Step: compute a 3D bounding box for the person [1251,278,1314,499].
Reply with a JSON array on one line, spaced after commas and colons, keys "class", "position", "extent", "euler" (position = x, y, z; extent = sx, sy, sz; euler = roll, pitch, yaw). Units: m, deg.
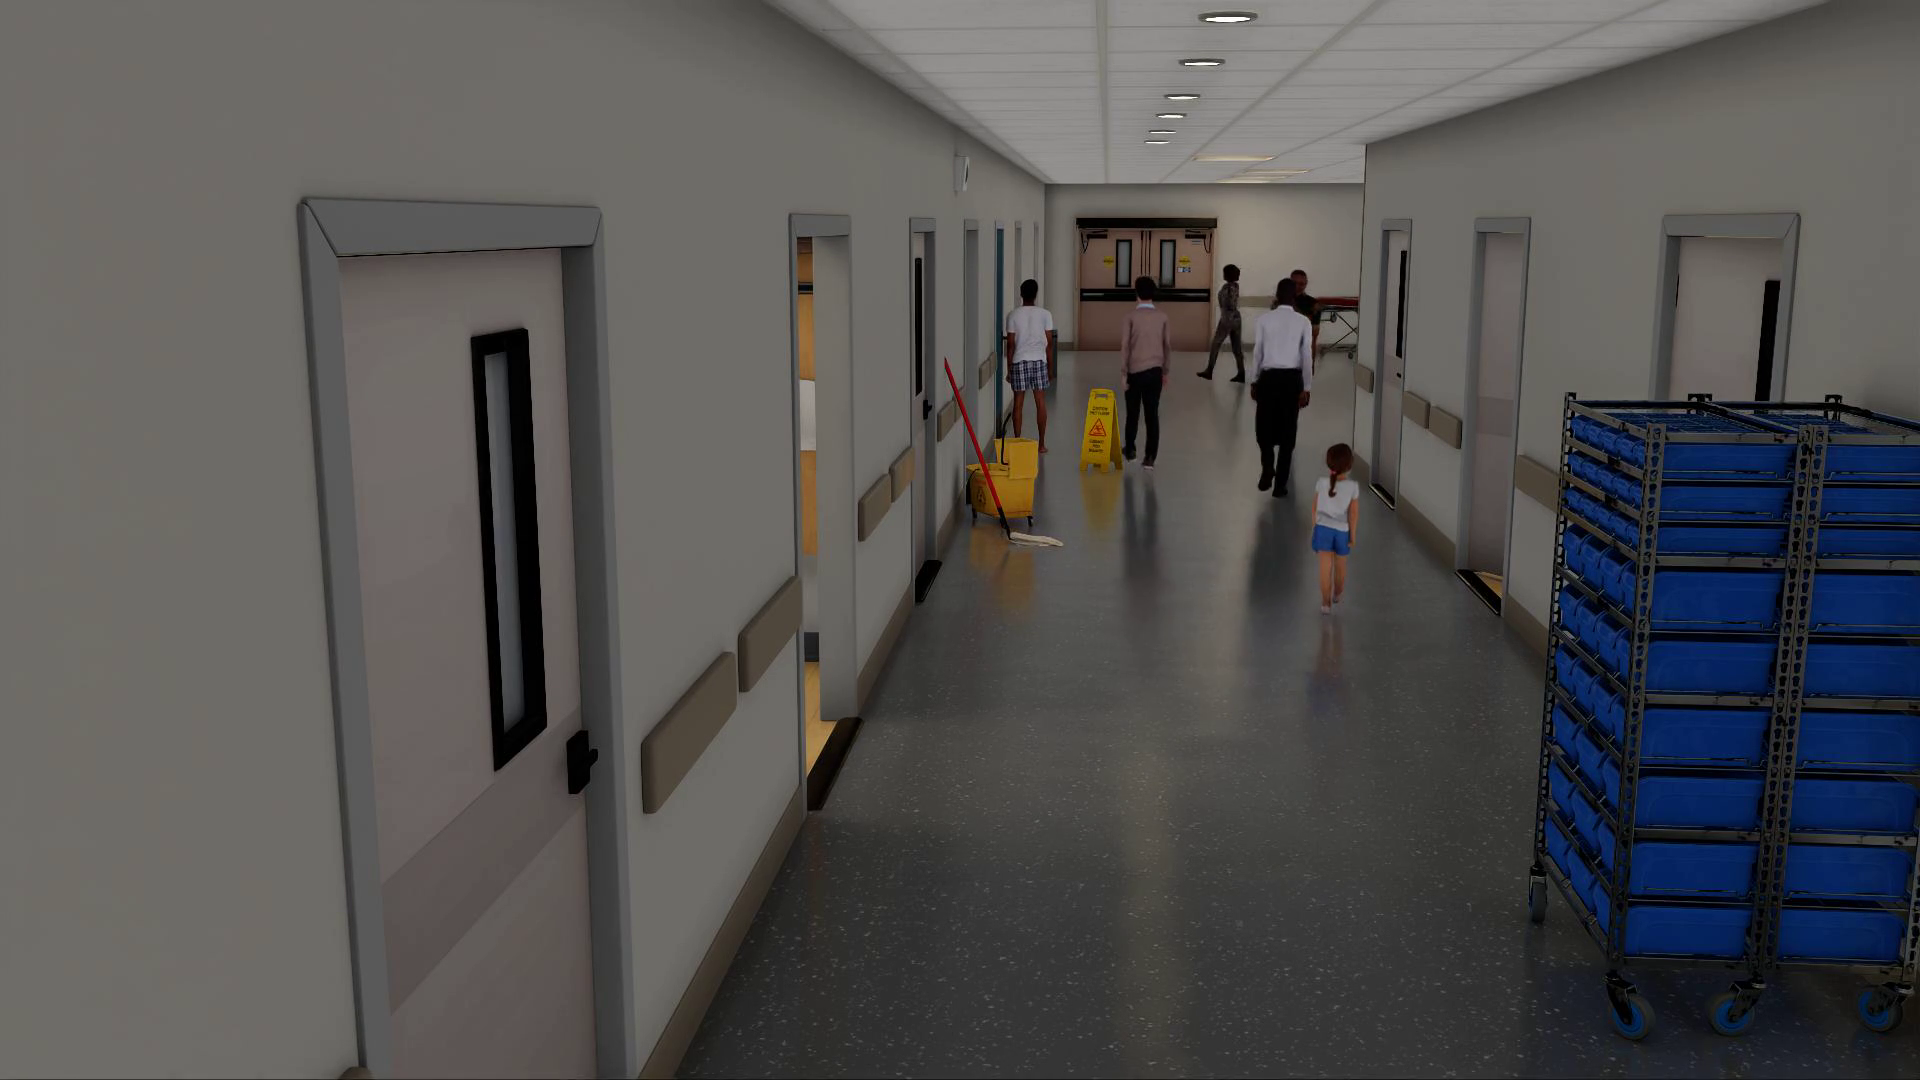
[{"class": "person", "position": [2.640, -1.234, 13.782], "extent": [0.735, 1.818, 0.839], "euler": [3, 11, 15]}]

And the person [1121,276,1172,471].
[{"class": "person", "position": [1.708, -1.479, 15.241], "extent": [0.827, 1.755, 1.260], "euler": [-1, 11, -7]}]

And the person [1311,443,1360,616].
[{"class": "person", "position": [2.172, -0.040, 9.717], "extent": [0.481, 0.986, 0.754], "euler": [2, 11, 13]}]

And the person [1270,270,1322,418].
[{"class": "person", "position": [3.391, -1.832, 16.914], "extent": [0.841, 1.785, 1.031], "euler": [4, 11, 21]}]

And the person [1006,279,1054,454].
[{"class": "person", "position": [0.694, -1.747, 16.708], "extent": [0.637, 1.735, 0.539], "euler": [0, 11, 1]}]

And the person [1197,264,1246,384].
[{"class": "person", "position": [3.944, -3.077, 23.864], "extent": [1.006, 1.679, 1.038], "euler": [-9, 14, -41]}]
